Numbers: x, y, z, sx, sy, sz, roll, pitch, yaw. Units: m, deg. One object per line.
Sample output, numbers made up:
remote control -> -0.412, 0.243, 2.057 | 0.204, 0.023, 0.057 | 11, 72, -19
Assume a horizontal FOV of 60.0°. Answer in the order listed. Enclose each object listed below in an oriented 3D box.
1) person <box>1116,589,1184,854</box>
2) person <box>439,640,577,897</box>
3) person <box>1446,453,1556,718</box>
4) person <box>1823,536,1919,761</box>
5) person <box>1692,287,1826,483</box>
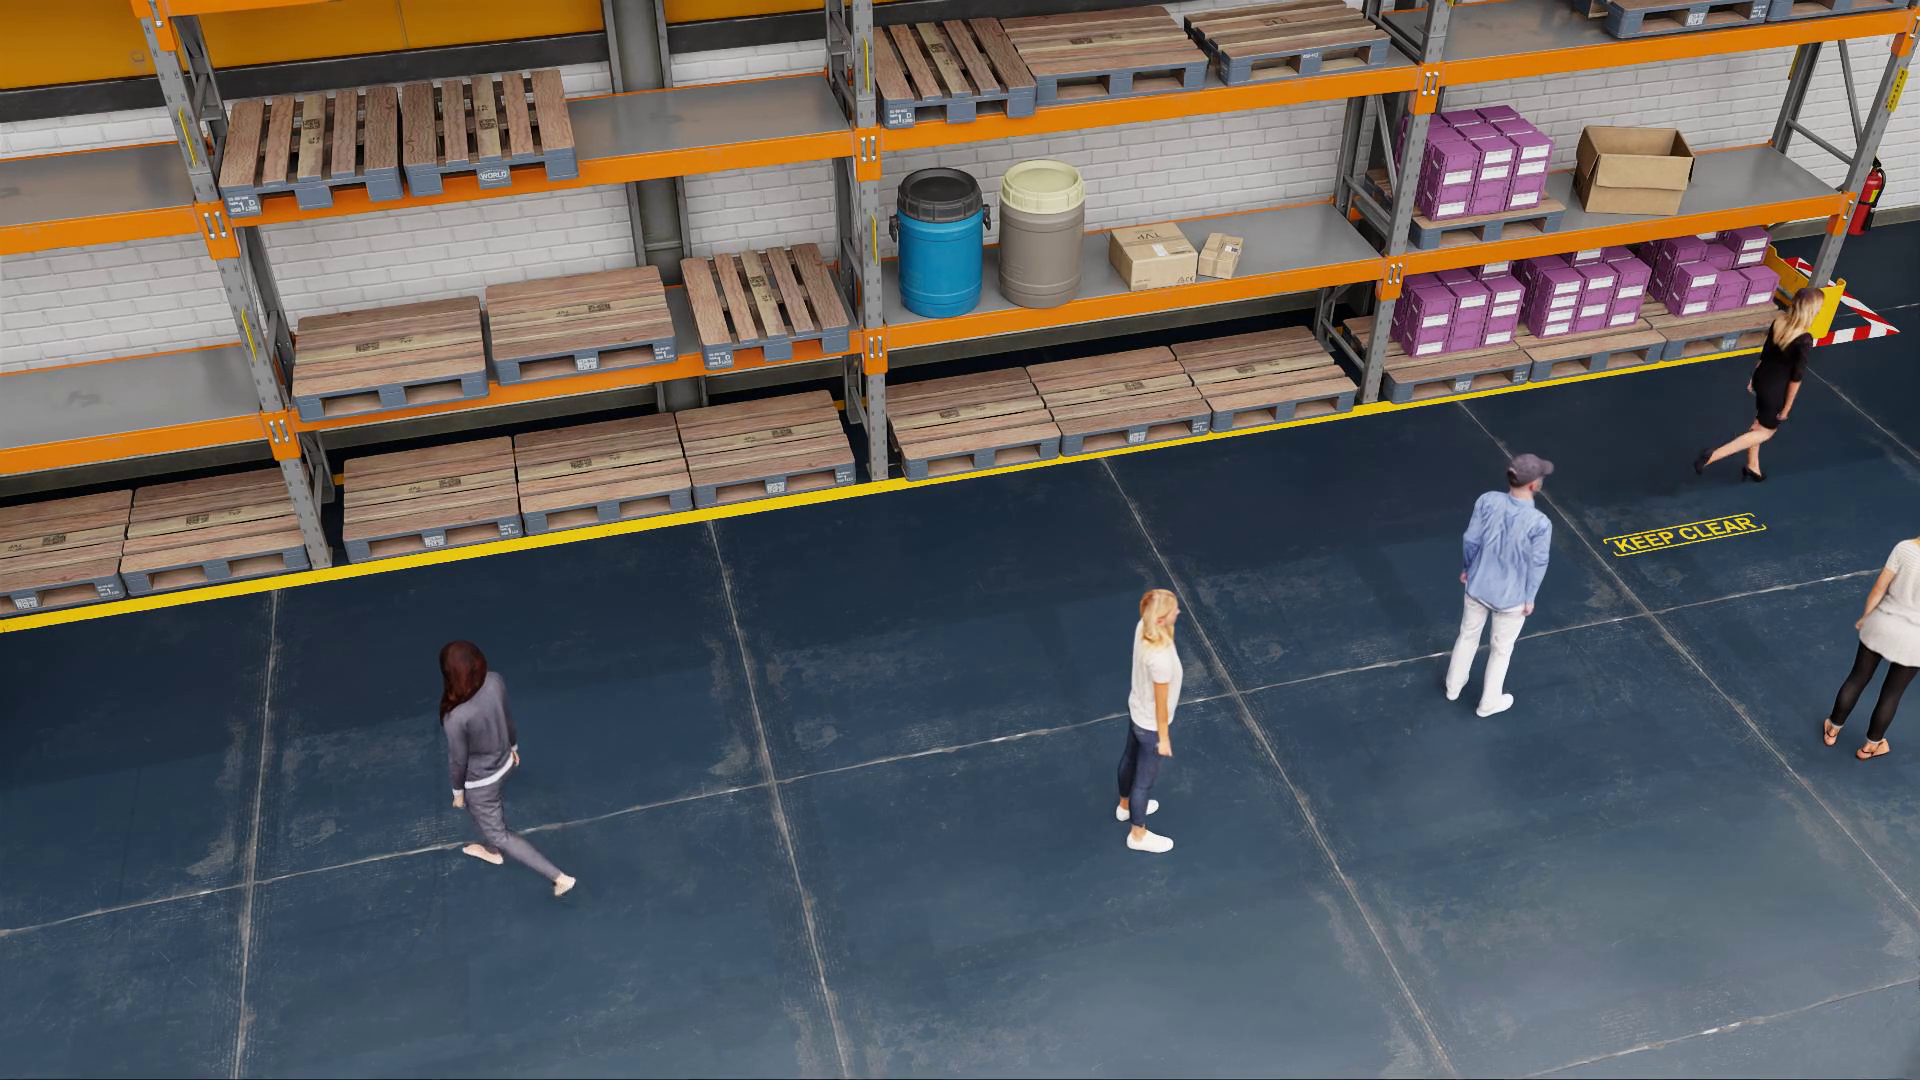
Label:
person -> 1.036, 0.981, 9.199 | 0.546, 1.809, 0.625 | -5, 39, -6
person -> -2.461, 1.262, 8.903 | 1.142, 1.739, 0.999 | 13, 40, 15
person -> 3.247, 0.274, 10.022 | 0.737, 1.886, 0.735 | 31, 48, 33
person -> 5.495, 0.545, 9.731 | 0.695, 1.825, 0.703 | 31, 48, 33
person -> 5.701, -1.047, 11.860 | 0.944, 1.657, 0.606 | -6, 39, -8
